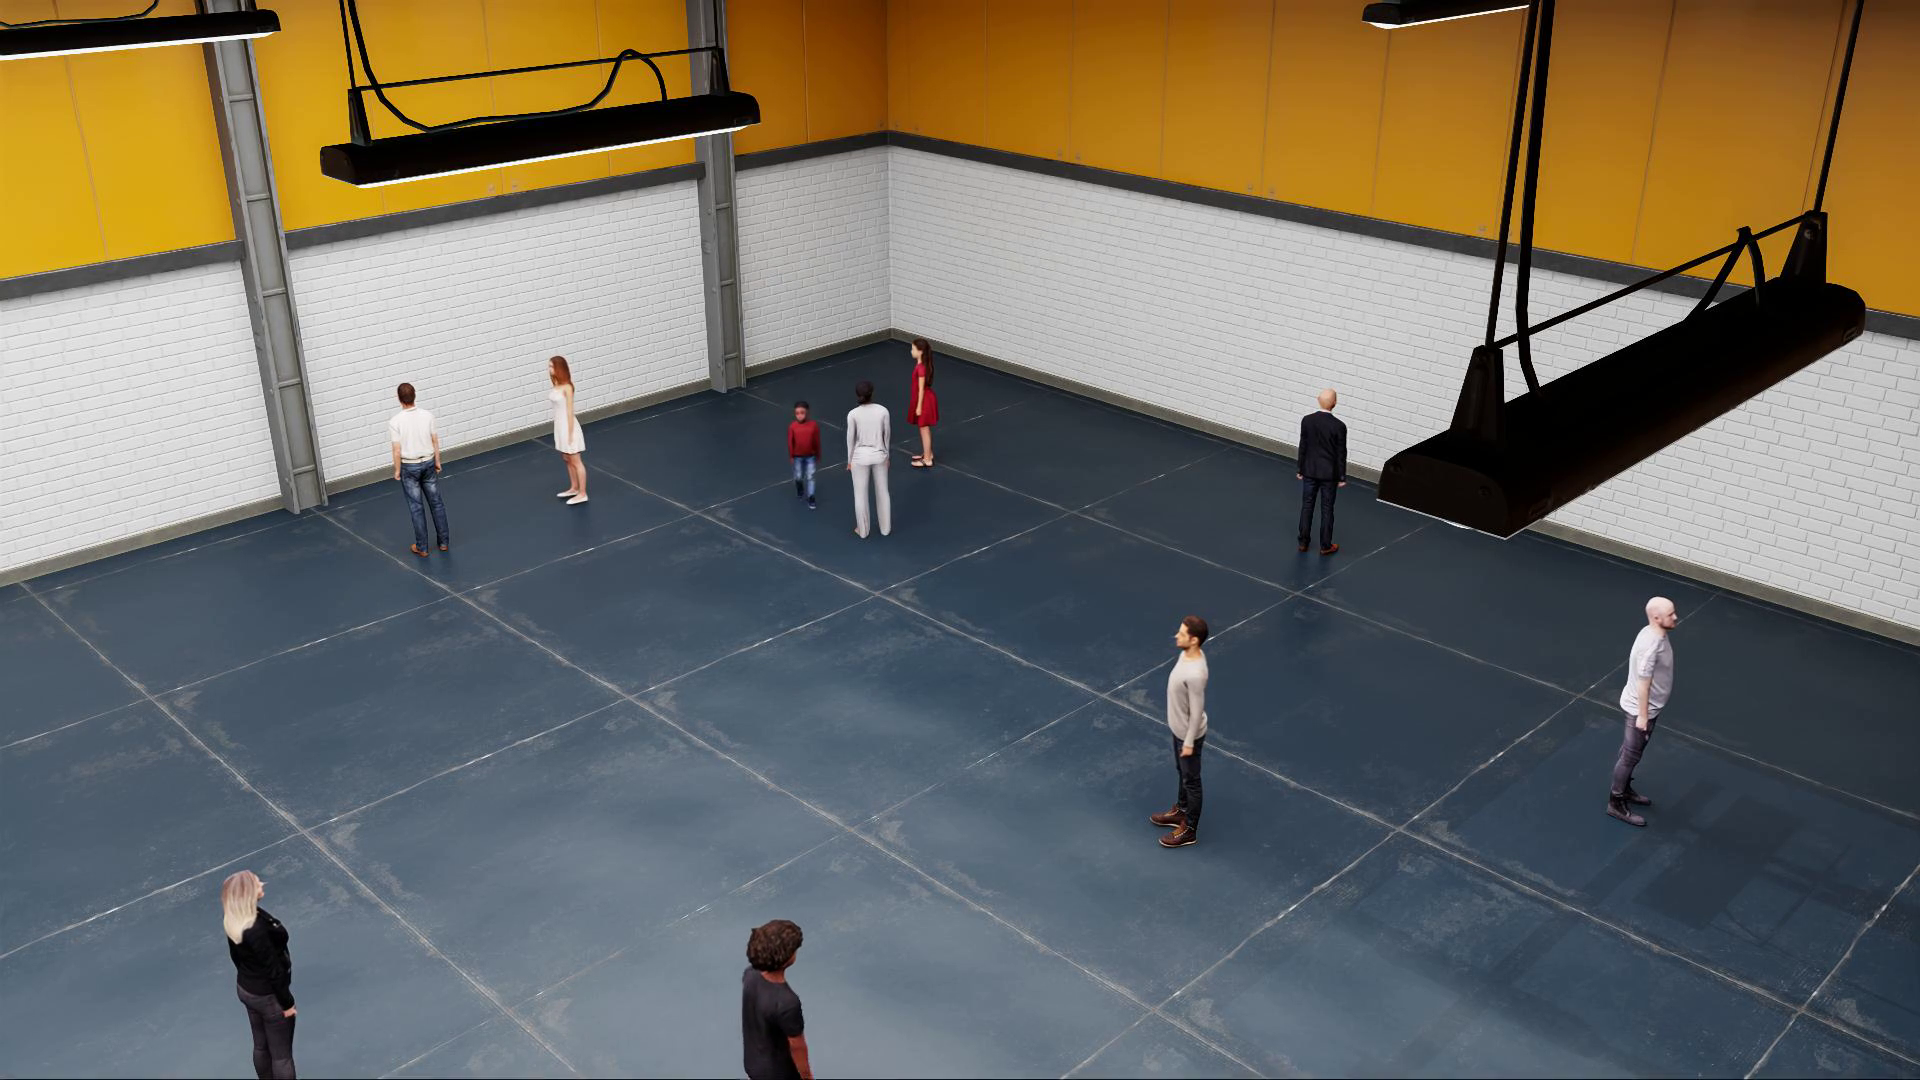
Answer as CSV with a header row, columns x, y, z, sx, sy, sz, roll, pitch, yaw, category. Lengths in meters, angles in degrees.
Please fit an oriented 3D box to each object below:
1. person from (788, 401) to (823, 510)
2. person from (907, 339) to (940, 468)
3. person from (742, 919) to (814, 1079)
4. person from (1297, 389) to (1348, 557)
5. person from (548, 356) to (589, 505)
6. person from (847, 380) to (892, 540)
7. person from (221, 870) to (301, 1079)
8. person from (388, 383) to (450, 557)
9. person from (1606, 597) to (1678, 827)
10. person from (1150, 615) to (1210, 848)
x,y,z,sx,sy,sz,roll,pitch,yaw,category
-1.741,-0.984,18.644,0.678,1.244,0.731,-4,24,-8,person
-0.427,-1.647,19.777,0.746,1.551,0.685,1,24,2,person
-1.079,2.881,9.144,0.643,1.772,0.659,-19,30,-36,person
3.765,-0.716,17.337,0.730,1.800,0.674,13,27,28,person
-4.402,-1.253,18.676,0.558,1.711,0.592,-17,29,-33,person
-0.964,-0.865,17.758,0.660,1.736,0.772,-6,24,-13,person
-4.079,2.667,9.741,0.624,1.686,0.559,18,29,35,person
-5.649,-0.746,17.339,0.516,1.853,0.740,-18,30,-36,person
5.229,1.268,12.757,0.777,1.832,0.624,12,26,26,person
1.701,1.407,12.396,0.783,1.868,0.740,-2,24,-4,person
